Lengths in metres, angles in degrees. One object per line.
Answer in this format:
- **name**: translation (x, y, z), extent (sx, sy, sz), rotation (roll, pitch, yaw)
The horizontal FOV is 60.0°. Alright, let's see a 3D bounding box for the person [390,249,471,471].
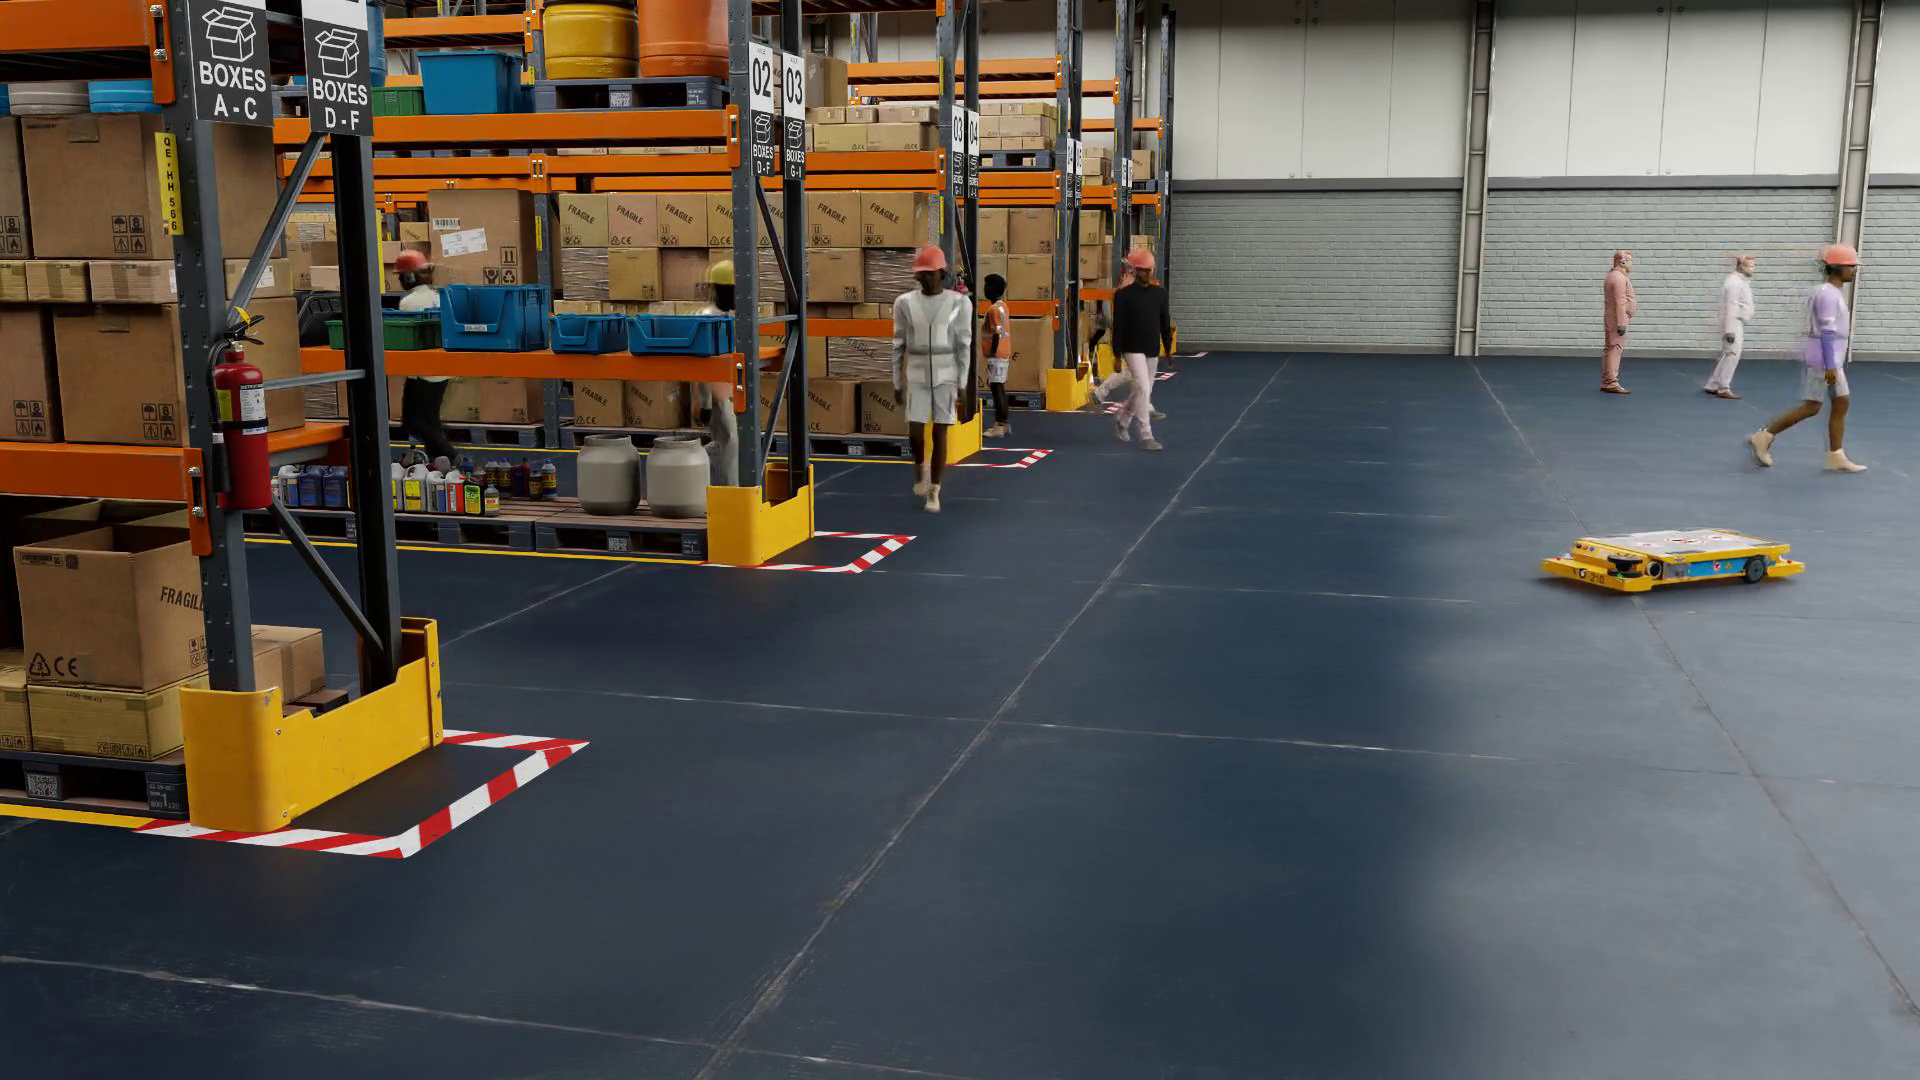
- **person**: translation (-4.254, -1.345, 13.382), extent (0.596, 1.970, 0.615), rotation (3, 11, 17)

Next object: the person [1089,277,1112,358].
- **person**: translation (2.335, -3.643, 26.329), extent (1.031, 1.906, 0.637), rotation (3, 11, 17)

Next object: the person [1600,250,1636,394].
- **person**: translation (8.832, -2.922, 22.293), extent (0.410, 1.912, 0.641), rotation (2, 10, 9)

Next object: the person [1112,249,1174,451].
- **person**: translation (1.756, -1.894, 16.458), extent (0.607, 1.963, 0.945), rotation (-6, 12, -29)

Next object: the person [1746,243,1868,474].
- **person**: translation (7.527, -1.594, 14.644), extent (0.903, 2.020, 0.604), rotation (7, 12, 34)

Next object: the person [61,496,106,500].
- **person**: translation (-5.728, -0.794, 10.632), extent (0.326, 1.865, 0.518), rotation (2, 10, 10)

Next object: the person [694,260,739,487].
- **person**: translation (-1.830, -1.075, 12.083), extent (0.738, 1.901, 0.600), rotation (1, 10, 6)

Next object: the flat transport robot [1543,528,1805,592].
- **flat transport robot**: translation (4.323, 0.105, 10.060), extent (1.431, 0.197, 0.652), rotation (-4, 11, -23)

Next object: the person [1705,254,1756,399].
- **person**: translation (9.971, -2.751, 21.490), extent (0.515, 1.874, 0.678), rotation (6, 12, 31)

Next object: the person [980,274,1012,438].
- **person**: translation (0.380, -1.894, 17.203), extent (0.363, 1.697, 0.568), rotation (1, 10, 7)

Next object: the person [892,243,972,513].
- **person**: translation (-0.209, -1.213, 12.531), extent (0.604, 2.020, 0.537), rotation (1, 10, 5)

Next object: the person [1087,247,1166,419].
- **person**: translation (1.918, -2.347, 18.955), extent (0.816, 1.969, 0.624), rotation (3, 11, 15)
